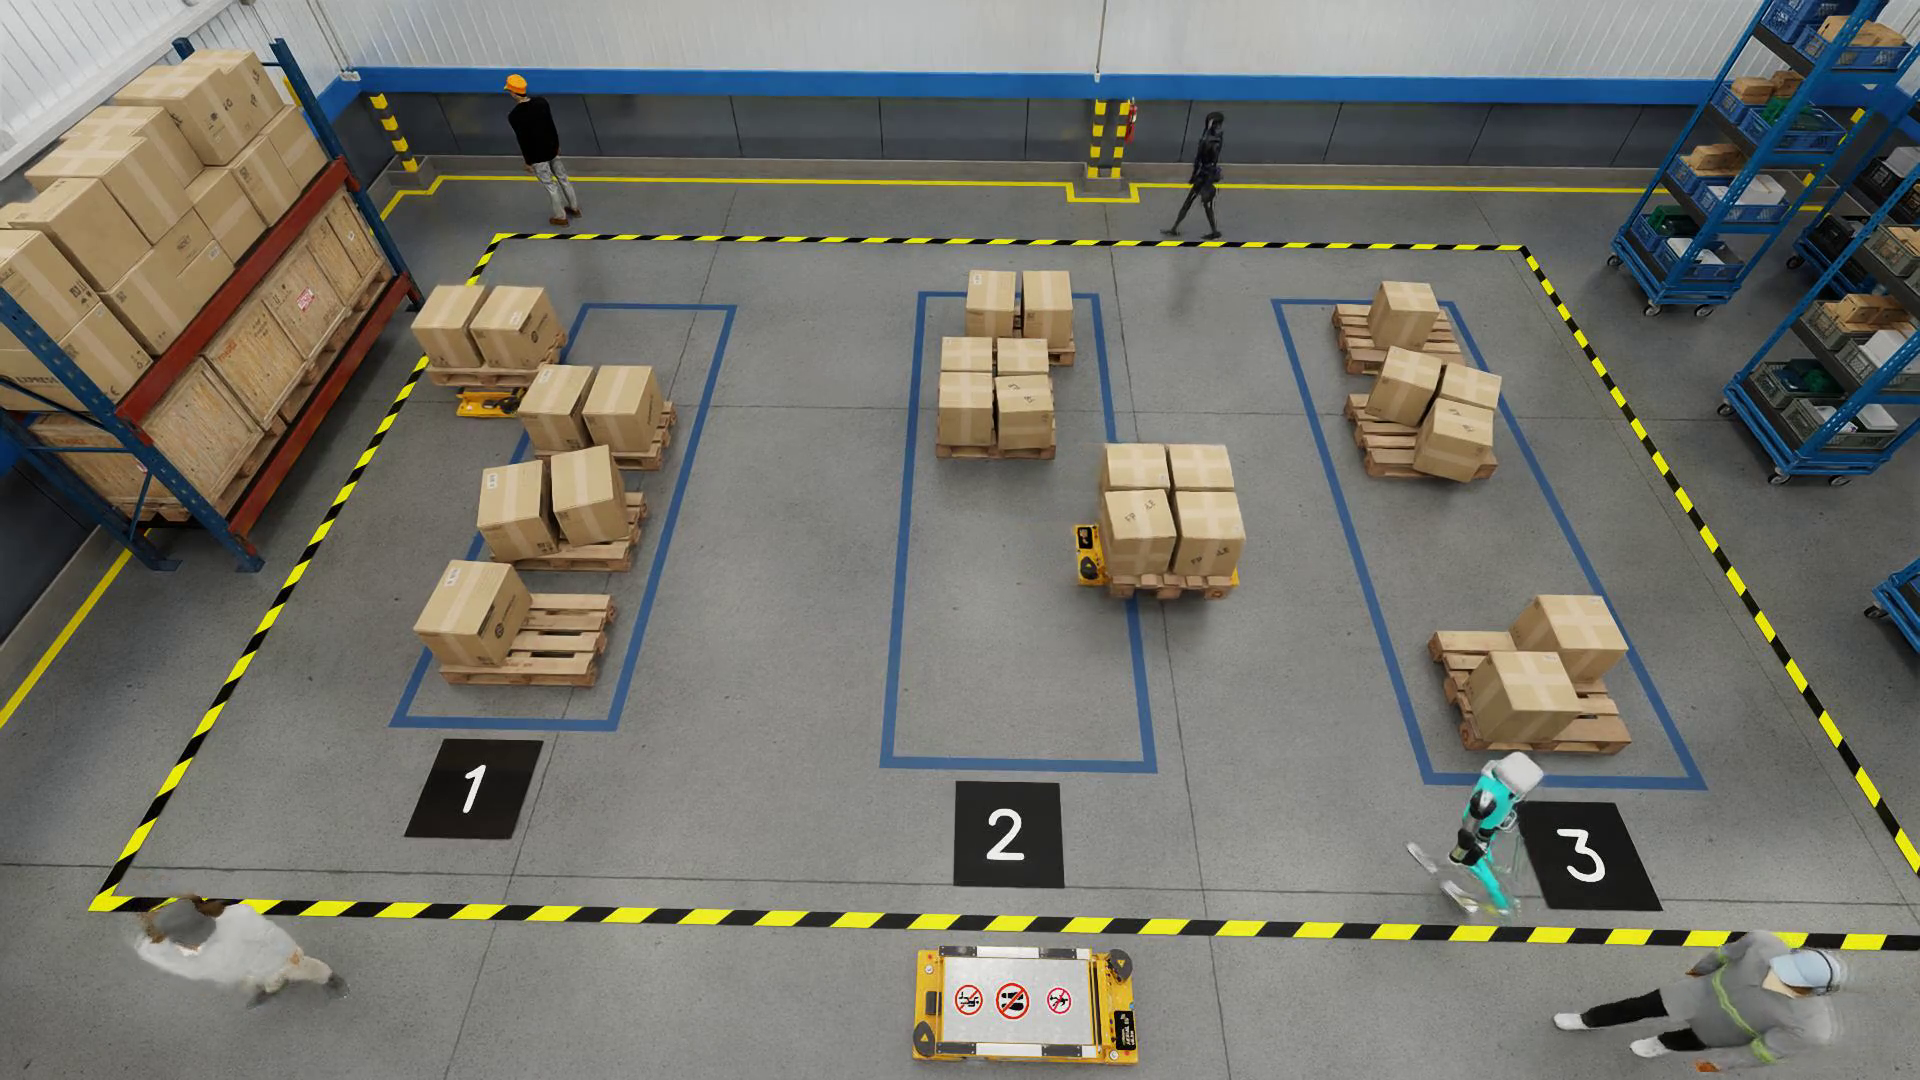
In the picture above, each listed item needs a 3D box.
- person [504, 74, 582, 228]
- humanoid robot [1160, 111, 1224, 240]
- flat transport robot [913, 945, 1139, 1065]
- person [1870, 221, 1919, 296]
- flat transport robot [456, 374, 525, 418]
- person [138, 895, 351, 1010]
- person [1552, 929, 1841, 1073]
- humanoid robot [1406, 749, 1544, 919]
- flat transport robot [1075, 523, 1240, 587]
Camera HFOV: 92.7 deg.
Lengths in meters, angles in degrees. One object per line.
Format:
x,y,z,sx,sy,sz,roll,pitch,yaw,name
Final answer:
-5.174,-4.800,11.357,0.361,1.885,0.587,22,54,17,person
2.977,-4.400,11.195,0.784,1.630,0.585,-7,51,-6,humanoid robot
0.422,3.041,6.007,1.431,0.231,0.659,1,51,1,flat transport robot
10.284,-2.977,9.846,0.649,1.917,0.478,12,52,10,person
-4.940,-1.894,10.012,0.652,0.197,1.431,1,51,1,flat transport robot
-4.351,2.519,5.487,0.721,1.725,0.415,-16,53,-12,person
4.261,2.719,5.272,0.812,1.821,0.598,-4,51,-4,person
3.465,2.025,5.890,0.557,1.770,0.822,-34,58,-24,humanoid robot
1.794,0.108,8.380,1.431,0.197,0.652,1,51,1,flat transport robot
